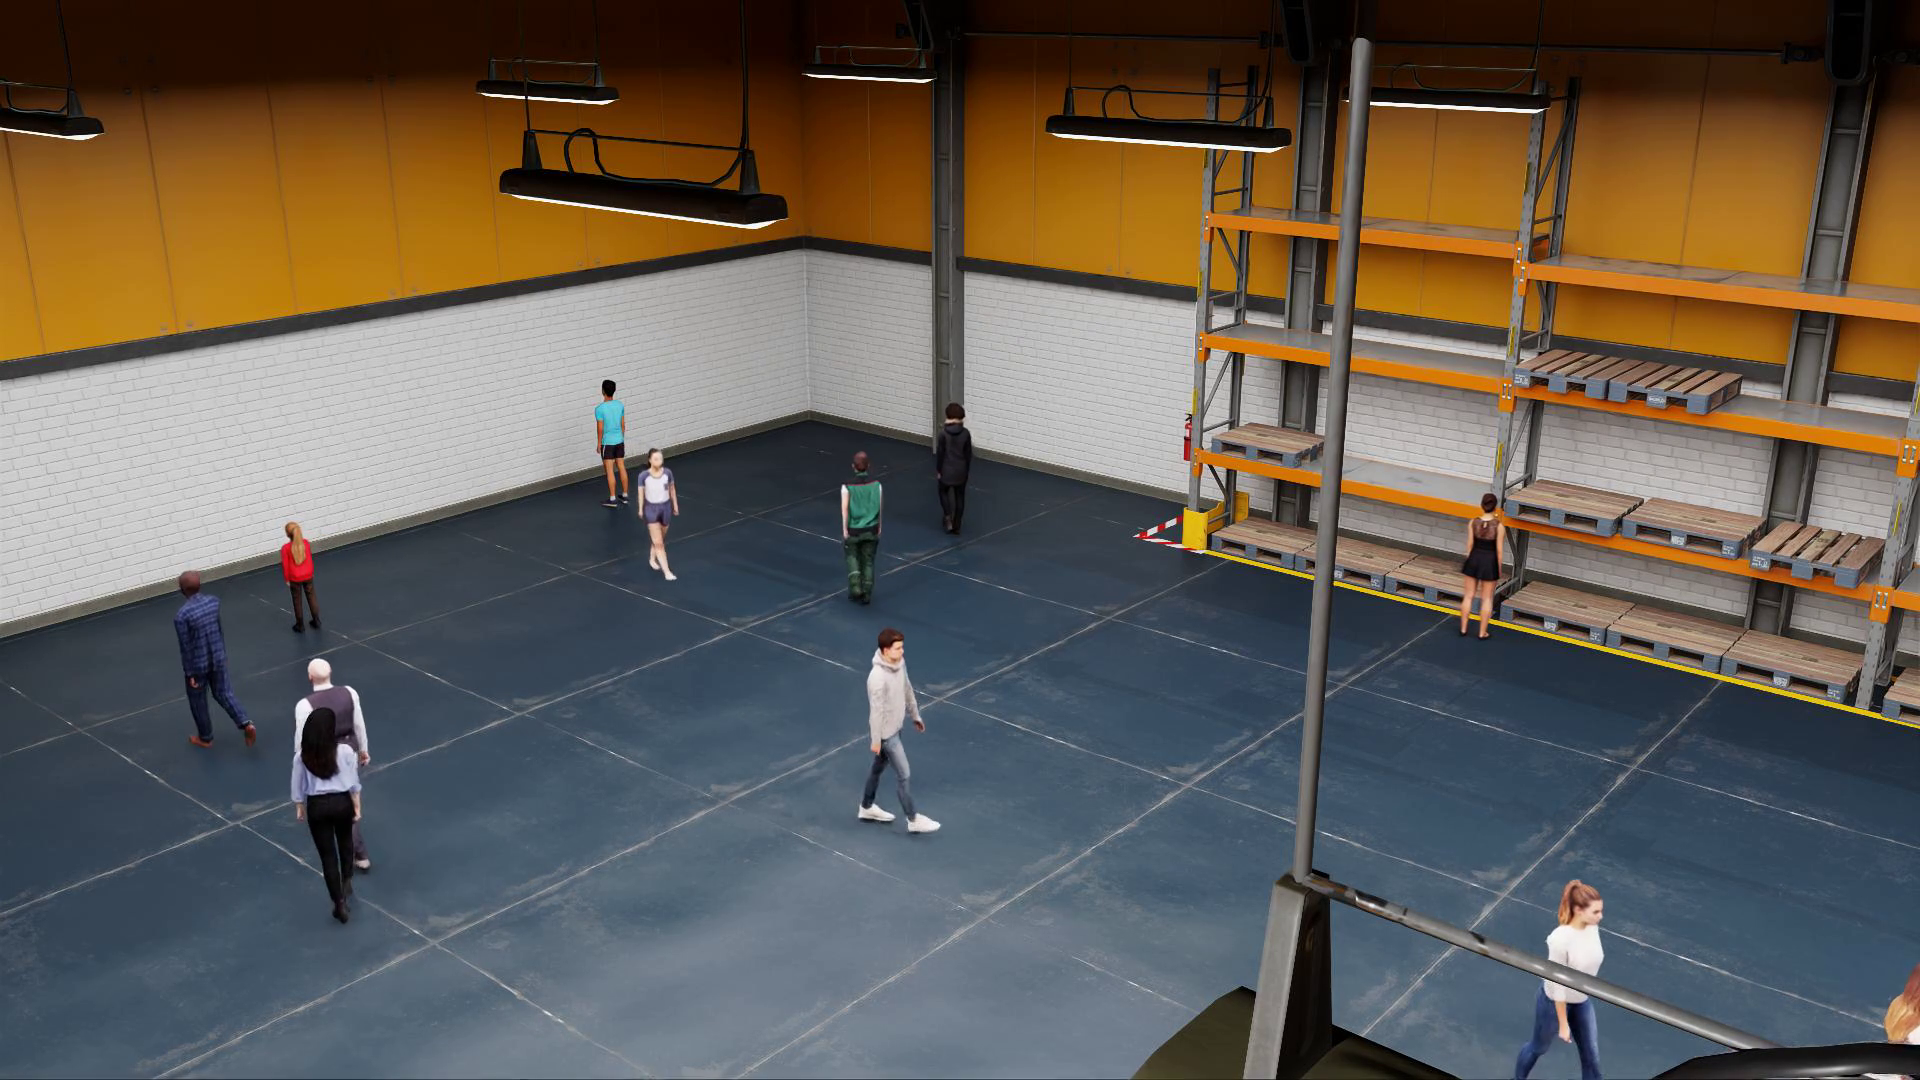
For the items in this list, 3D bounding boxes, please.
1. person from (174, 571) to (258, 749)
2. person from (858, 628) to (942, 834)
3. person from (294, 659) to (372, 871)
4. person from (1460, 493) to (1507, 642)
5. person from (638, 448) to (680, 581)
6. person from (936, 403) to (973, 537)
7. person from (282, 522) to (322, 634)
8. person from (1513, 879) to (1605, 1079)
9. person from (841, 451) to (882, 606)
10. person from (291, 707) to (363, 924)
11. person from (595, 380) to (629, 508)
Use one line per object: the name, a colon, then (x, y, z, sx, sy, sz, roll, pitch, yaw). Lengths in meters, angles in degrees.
person: (-7.039, 1.153, 15.675, 1.073, 1.796, 0.774, 10, 21, 27)
person: (-0.704, 1.610, 14.278, 1.156, 1.822, 0.947, 5, 19, 15)
person: (-5.064, 1.867, 13.581, 1.146, 1.780, 0.714, 15, 24, 37)
person: (5.793, 0.283, 18.452, 0.511, 1.673, 0.647, 13, 23, 34)
person: (-3.740, -0.328, 20.375, 0.786, 1.602, 1.104, -12, 22, -33)
person: (-0.062, -0.893, 21.805, 0.750, 1.761, 0.785, -4, 19, -12)
person: (-7.420, 0.405, 18.700, 0.493, 1.282, 0.502, -18, 25, -42)
person: (3.766, 2.927, 10.586, 0.888, 1.682, 1.159, -9, 21, -26)
person: (-1.130, -0.120, 19.392, 0.780, 1.836, 0.831, -4, 19, -12)
person: (-4.839, 2.156, 12.810, 0.808, 1.723, 0.868, -10, 21, -28)
person: (-4.835, -1.355, 23.152, 0.520, 1.776, 0.622, 17, 25, 40)
